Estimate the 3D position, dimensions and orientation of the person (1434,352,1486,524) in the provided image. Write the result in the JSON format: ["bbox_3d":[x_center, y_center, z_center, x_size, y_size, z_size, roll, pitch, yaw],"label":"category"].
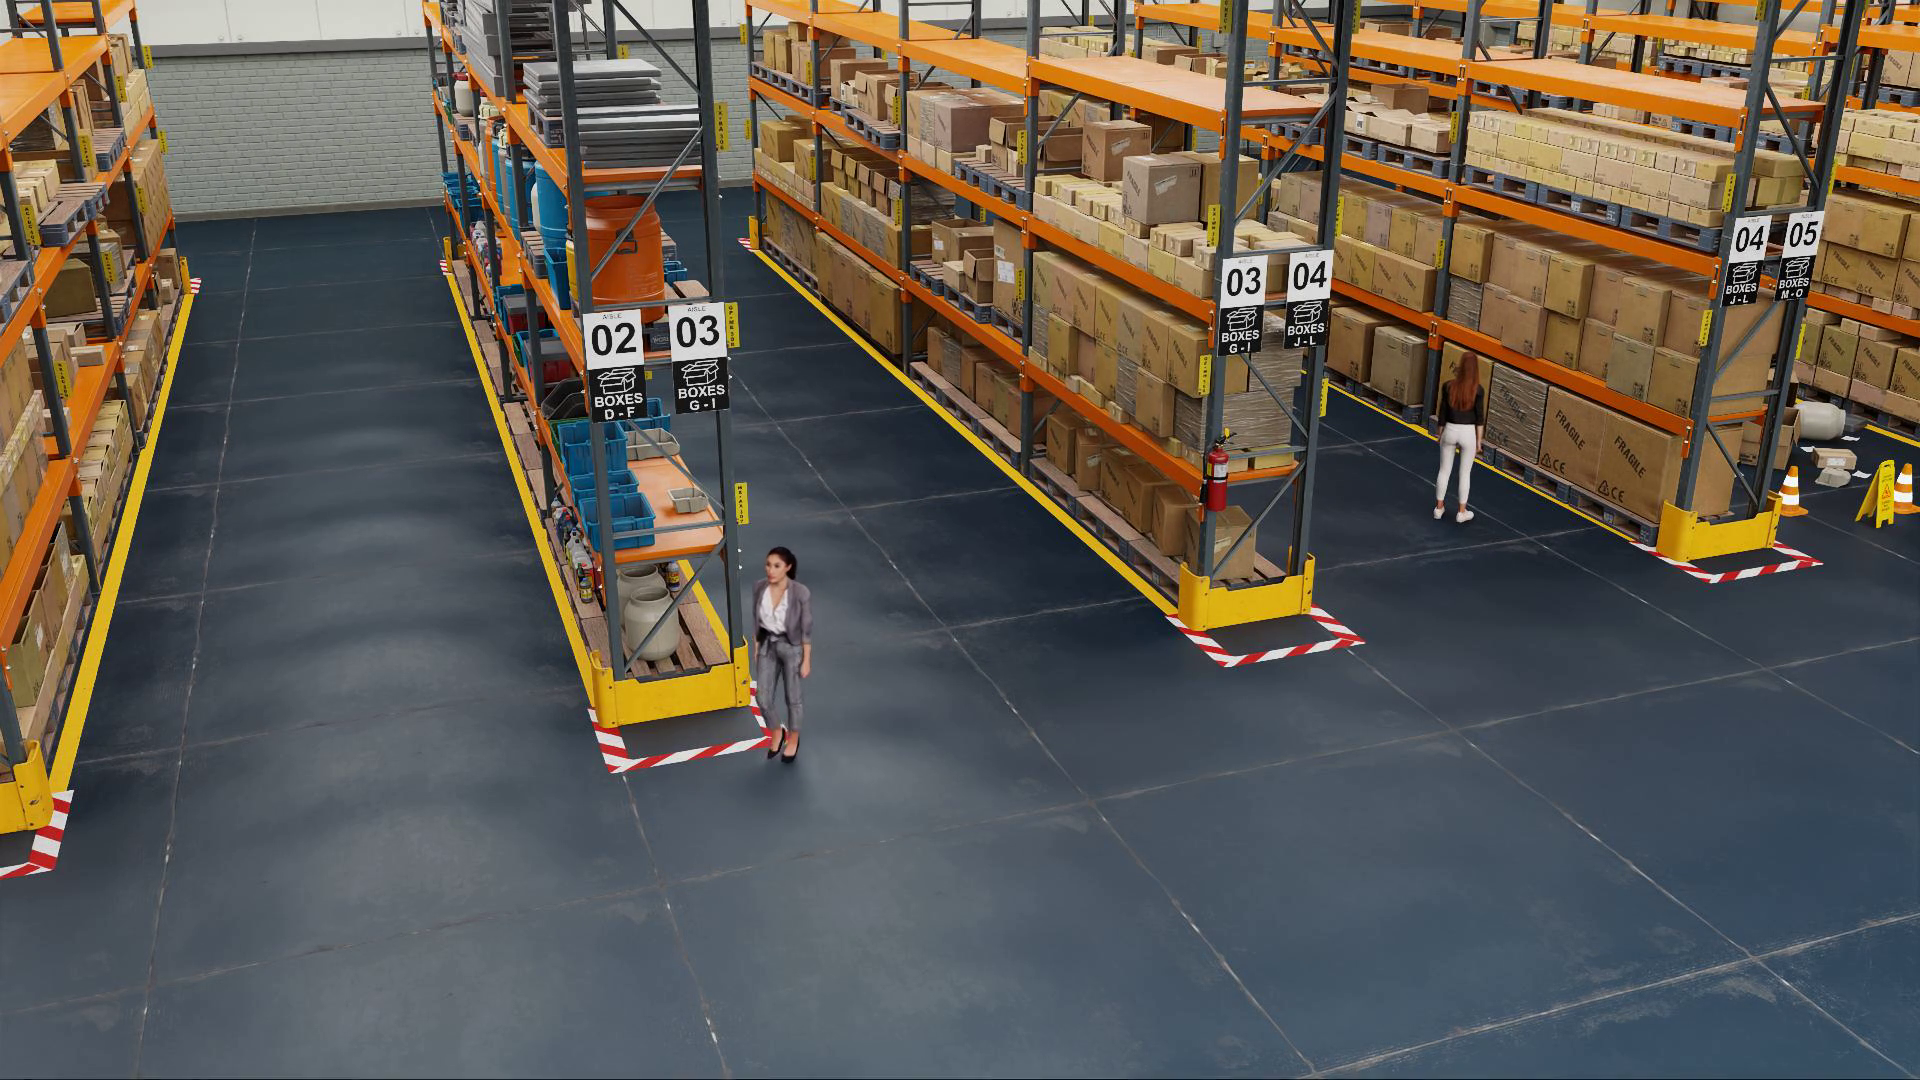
[{"bbox_3d":[4.886,-1.013,16.278,0.647,1.699,0.730,13,26,29],"label":"person"}]

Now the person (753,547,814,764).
[{"bbox_3d":[-1.229,0.794,11.903,0.737,1.668,0.780,8,23,18],"label":"person"}]
